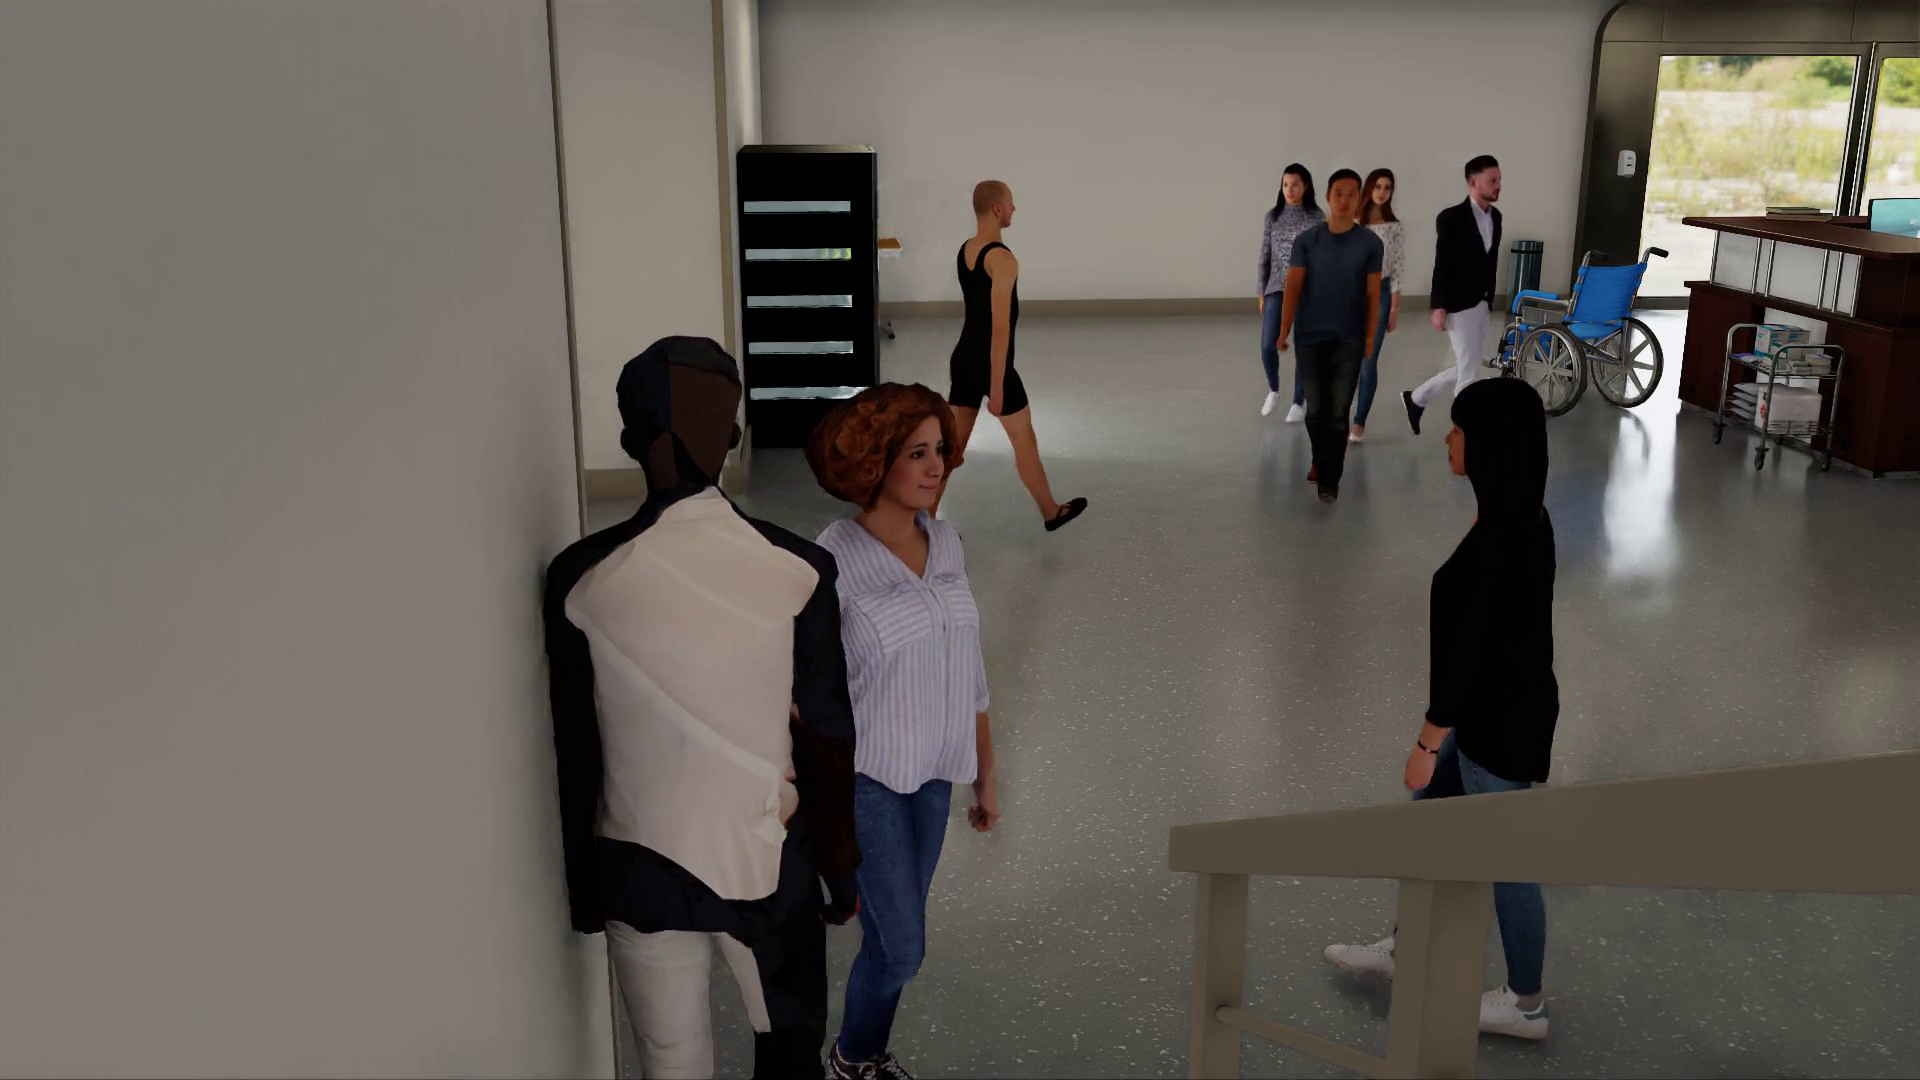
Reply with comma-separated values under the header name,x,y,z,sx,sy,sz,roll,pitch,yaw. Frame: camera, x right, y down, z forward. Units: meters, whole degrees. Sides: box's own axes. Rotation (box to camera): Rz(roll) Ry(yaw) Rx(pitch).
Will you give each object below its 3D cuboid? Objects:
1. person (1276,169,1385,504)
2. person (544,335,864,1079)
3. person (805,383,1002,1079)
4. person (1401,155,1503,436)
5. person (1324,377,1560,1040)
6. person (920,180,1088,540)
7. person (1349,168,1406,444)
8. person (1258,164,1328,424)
name,x,y,z,sx,sy,sz,roll,pitch,yaw
person,2.035,-1.109,9.172,0.972,1.765,1.236,5,16,17
person,-0.434,0.609,2.869,0.694,1.880,0.884,-2,16,-7
person,-0.226,0.481,3.651,0.819,1.702,0.772,15,22,42
person,2.999,-1.395,10.098,0.979,1.814,1.169,-10,19,-31
person,1.345,0.435,3.944,0.857,1.631,0.849,6,17,21
person,0.032,-0.788,8.050,1.072,1.756,1.218,-9,18,-28
person,2.610,-1.503,10.668,0.730,1.712,0.810,7,17,22
person,2.273,-1.660,11.214,0.735,1.719,0.736,6,17,19
